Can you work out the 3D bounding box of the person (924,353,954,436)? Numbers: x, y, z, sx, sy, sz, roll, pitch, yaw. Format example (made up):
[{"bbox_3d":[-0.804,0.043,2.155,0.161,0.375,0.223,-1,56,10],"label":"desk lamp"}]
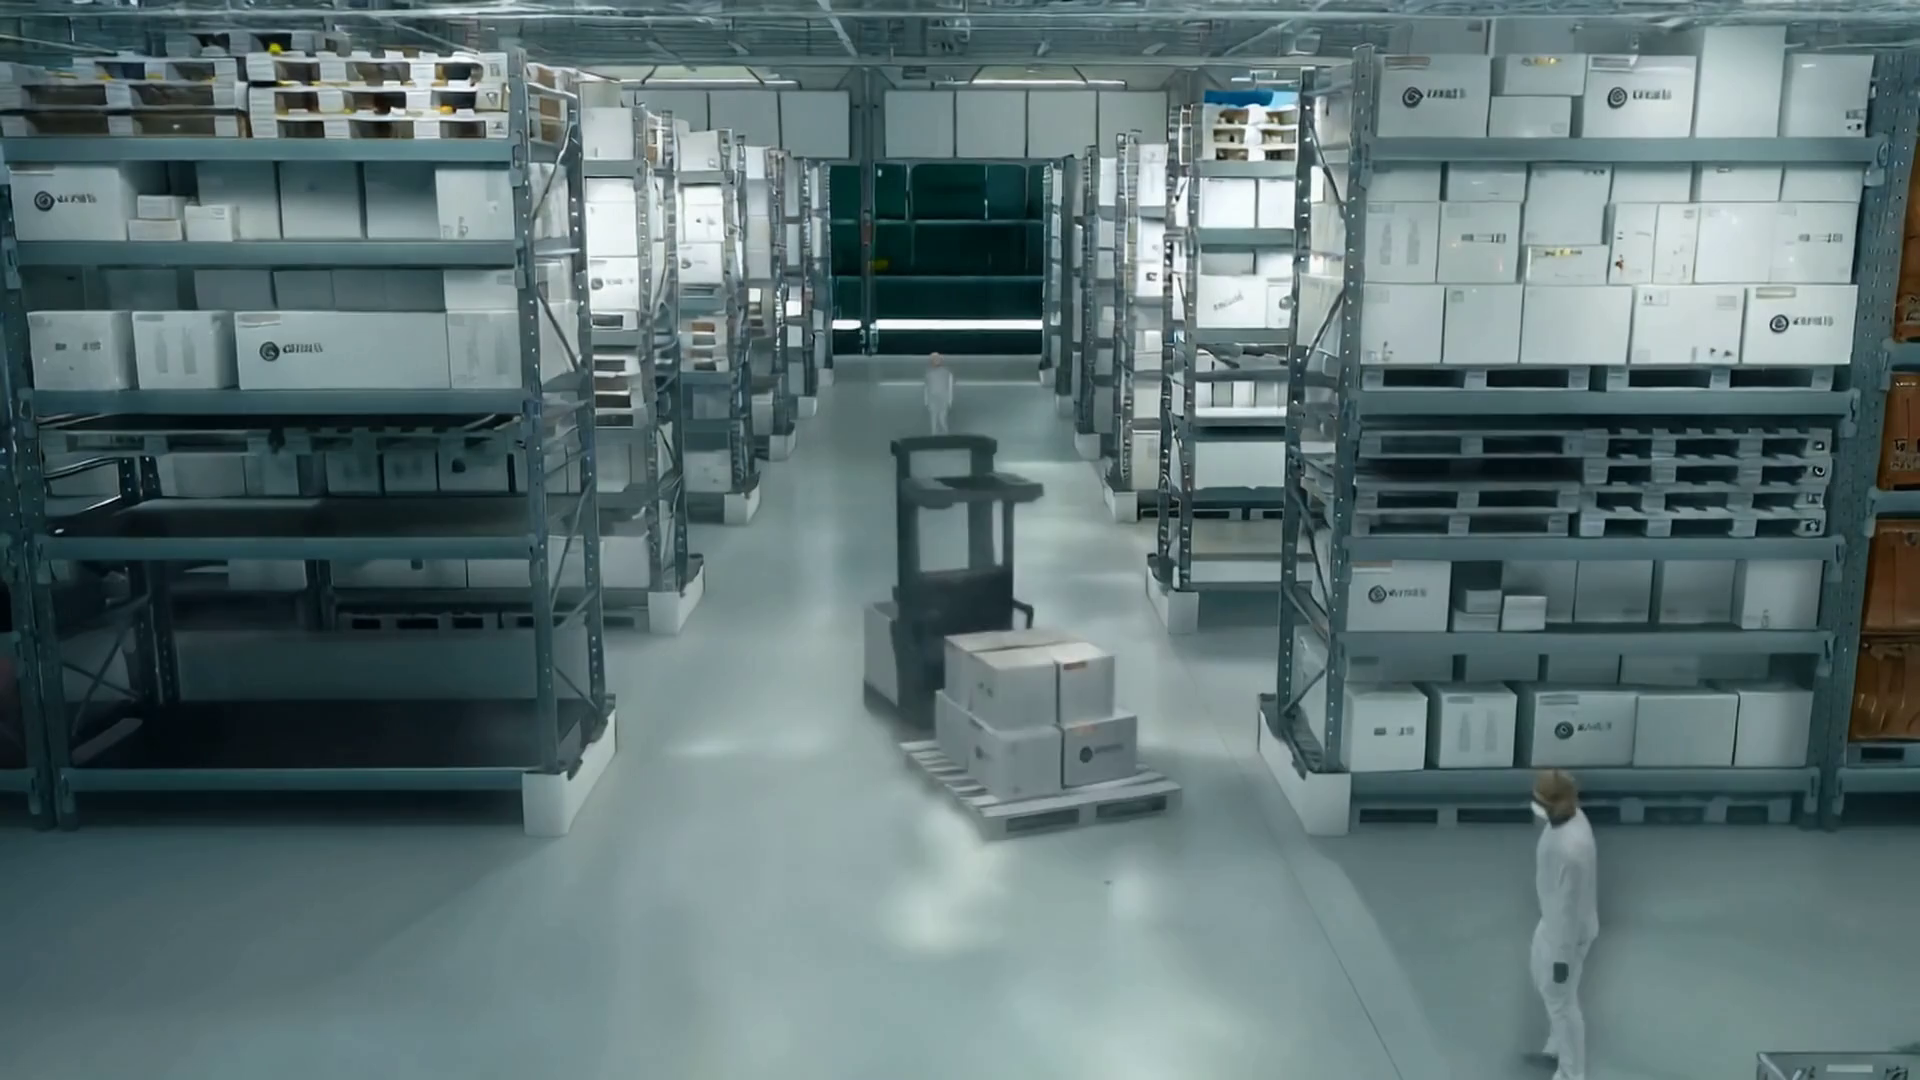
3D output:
[{"bbox_3d":[-0.460,-2.963,34.823,0.666,1.895,0.427,-5,13,-25],"label":"person"}]

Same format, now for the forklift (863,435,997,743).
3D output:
[{"bbox_3d":[-0.153,0.420,15.620,1.129,2.768,1.873,-5,12,-22],"label":"forklift"}]

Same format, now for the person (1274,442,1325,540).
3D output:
[{"bbox_3d":[5.081,-0.939,24.765,0.882,1.905,0.578,2,12,10],"label":"person"}]

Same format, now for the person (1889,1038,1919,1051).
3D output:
[{"bbox_3d":[5.920,2.285,9.570,0.804,1.608,0.502,5,12,24],"label":"person"}]

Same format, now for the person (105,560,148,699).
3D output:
[{"bbox_3d":[-8.285,0.834,16.512,0.321,1.697,0.529,-11,15,-42],"label":"person"}]

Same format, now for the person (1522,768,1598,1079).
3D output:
[{"bbox_3d":[3.341,2.184,9.266,0.396,1.919,0.644,4,12,18],"label":"person"}]
